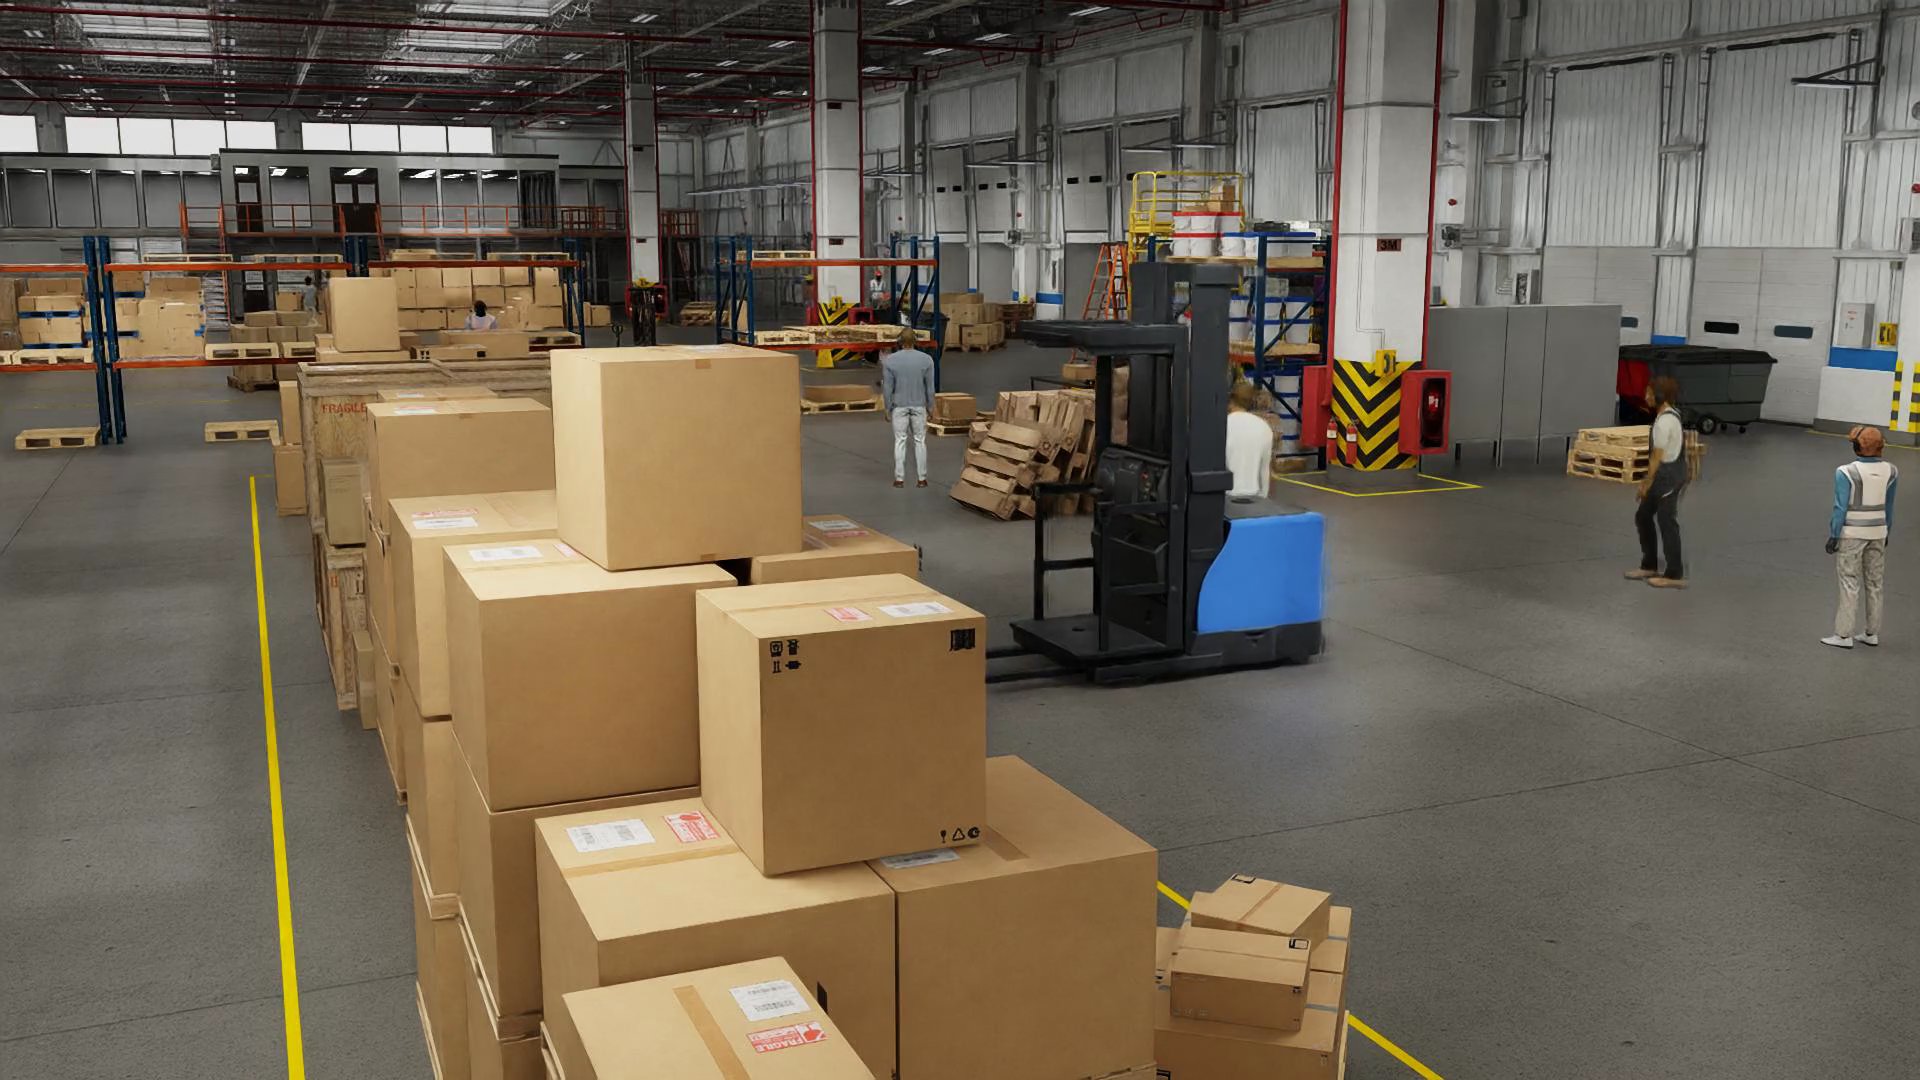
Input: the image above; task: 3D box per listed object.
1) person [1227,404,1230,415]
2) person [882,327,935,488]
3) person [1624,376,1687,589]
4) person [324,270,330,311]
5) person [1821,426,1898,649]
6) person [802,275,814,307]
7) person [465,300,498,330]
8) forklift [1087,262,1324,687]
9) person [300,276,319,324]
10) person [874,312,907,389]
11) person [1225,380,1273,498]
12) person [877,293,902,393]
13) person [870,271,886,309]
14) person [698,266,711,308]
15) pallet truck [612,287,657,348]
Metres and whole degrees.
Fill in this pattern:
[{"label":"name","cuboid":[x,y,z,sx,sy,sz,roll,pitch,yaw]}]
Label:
[{"label":"person","cuboid":[2.347,-0.420,14.275,0.504,1.691,0.919,-7,13,-36]},{"label":"person","cuboid":[-0.617,-1.580,20.031,0.645,1.937,0.390,-1,10,-8]},{"label":"person","cuboid":[5.985,-0.492,14.309,0.642,1.819,0.528,5,11,25]},{"label":"person","cuboid":[-21.595,-8.261,56.886,0.895,1.915,0.630,-10,14,-43]},{"label":"person","cuboid":[6.598,-0.017,12.197,0.517,1.639,0.314,-2,11,-13]},{"label":"person","cuboid":[-5.123,-8.168,56.800,0.552,1.750,0.424,4,11,21]},{"label":"person","cuboid":[-8.997,-3.585,31.309,0.619,1.845,0.430,-3,11,-15]},{"label":"forklift","cuboid":[1.533,-0.537,11.646,1.873,2.768,1.129,-4,11,-23]},{"label":"person","cuboid":[-19.864,-7.118,50.737,0.538,1.858,0.367,-6,12,-31]},{"label":"person","cuboid":[-1.310,-3.854,32.811,0.971,1.834,0.589,5,12,27]},{"label":"person","cuboid":[2.222,-0.298,13.060,0.647,1.901,0.799,-6,12,-32]},{"label":"person","cuboid":[-1.335,-3.799,32.248,0.412,1.955,0.720,5,12,26]},{"label":"person","cuboid":[-2.843,-8.420,57.859,0.563,1.883,1.012,-1,10,-7]},{"label":"person","cuboid":[-9.901,-9.669,64.585,0.622,1.933,0.587,7,13,35]},{"label":"pallet truck","cuboid":[-6.464,-4.406,35.401,0.823,1.965,1.885,6,12,32]}]
